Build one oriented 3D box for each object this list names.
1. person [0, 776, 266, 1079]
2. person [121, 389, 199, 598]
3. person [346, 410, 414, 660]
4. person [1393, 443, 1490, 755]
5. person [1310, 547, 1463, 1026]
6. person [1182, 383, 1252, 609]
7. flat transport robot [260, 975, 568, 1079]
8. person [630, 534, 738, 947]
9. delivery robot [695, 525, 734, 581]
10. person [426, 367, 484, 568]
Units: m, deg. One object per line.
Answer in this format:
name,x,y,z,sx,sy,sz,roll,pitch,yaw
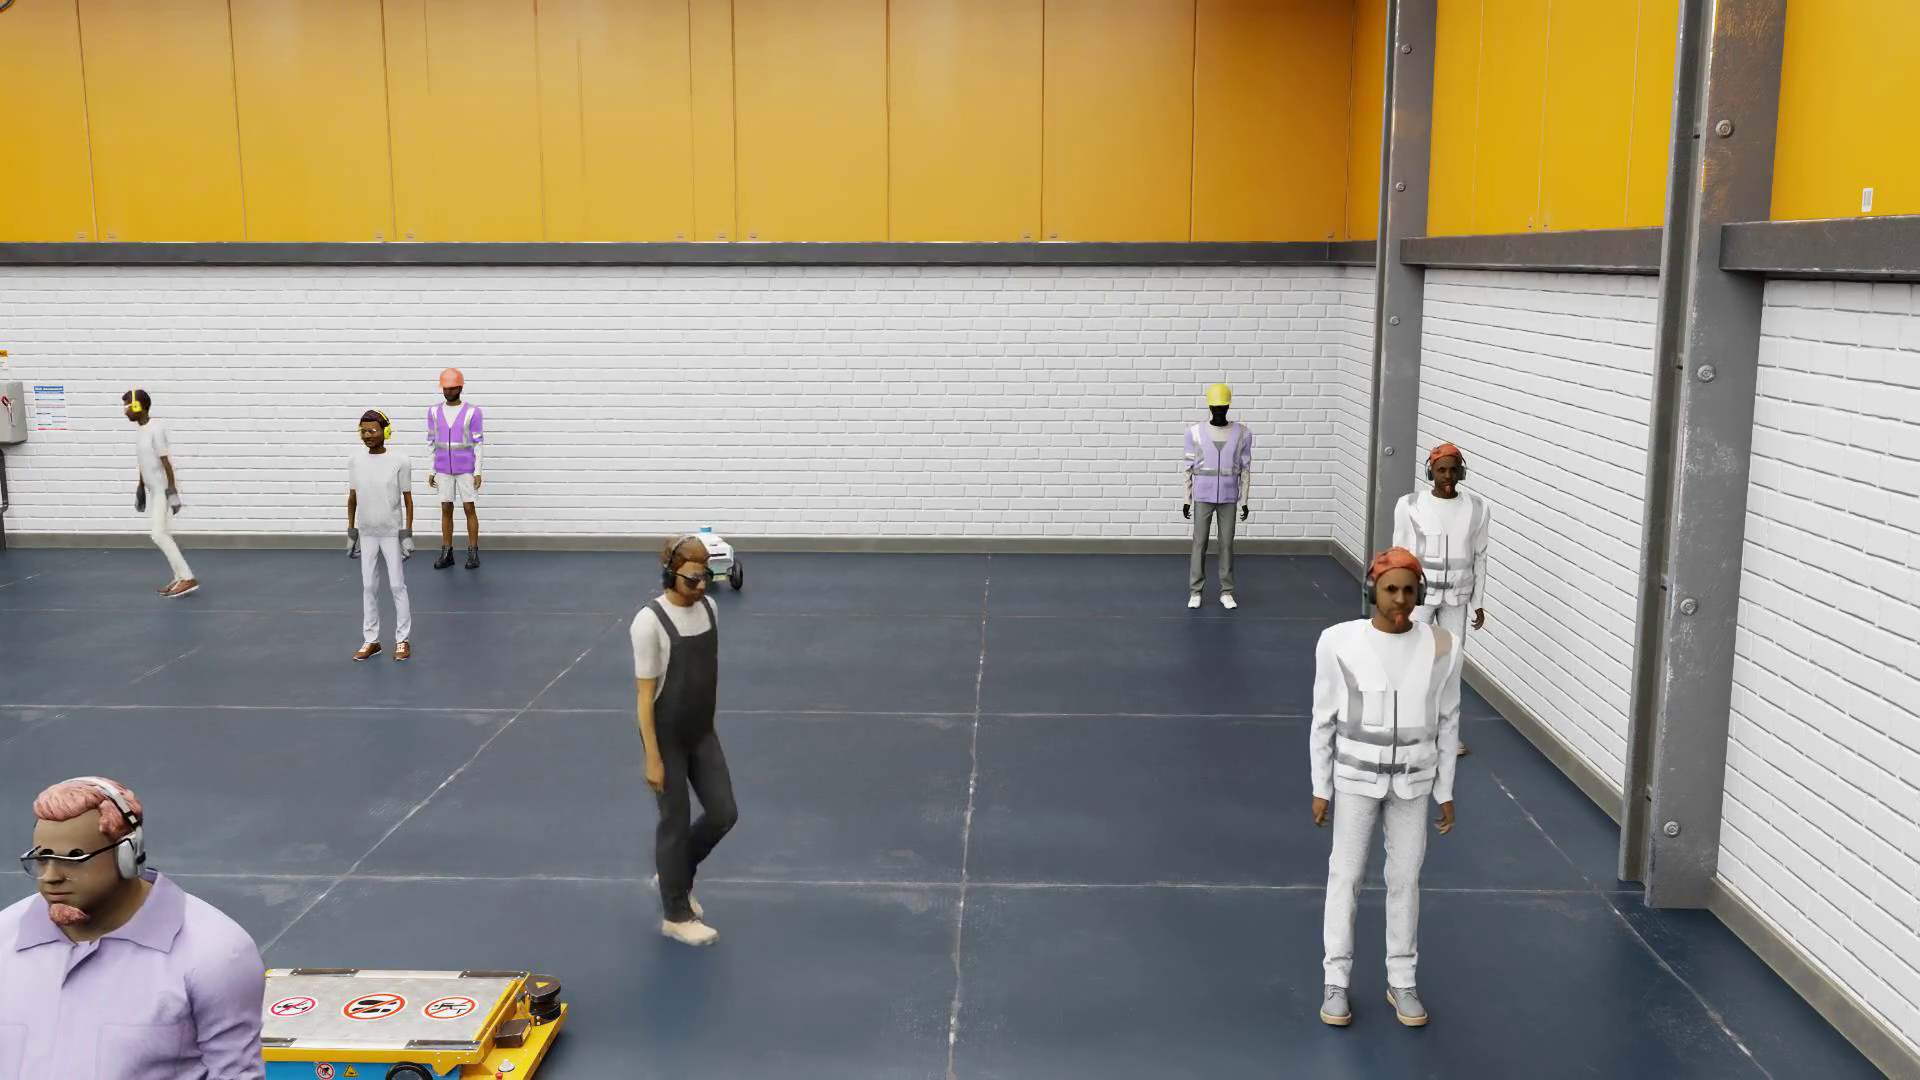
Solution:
person,-1.833,1.439,3.609,0.643,1.909,0.410,0,10,1
person,-7.093,-0.419,14.707,0.453,1.827,0.571,-8,13,-40
person,-4.306,-0.034,12.339,0.513,1.872,0.328,0,10,1
person,2.876,0.359,9.999,0.576,1.884,0.355,0,10,1
person,1.648,0.960,6.480,0.576,1.883,0.352,0,10,1
person,2.180,-0.370,14.138,0.587,1.928,0.363,0,10,1
flat transport robot,-2.249,1.820,6.161,1.431,0.197,0.652,0,10,2
person,-1.191,0.868,7.191,0.396,1.821,0.523,7,12,35
delivery robot,-2.294,0.110,15.065,0.477,0.478,0.707,-4,10,-22
person,-4.841,-0.687,15.959,0.545,1.941,0.351,0,10,1
